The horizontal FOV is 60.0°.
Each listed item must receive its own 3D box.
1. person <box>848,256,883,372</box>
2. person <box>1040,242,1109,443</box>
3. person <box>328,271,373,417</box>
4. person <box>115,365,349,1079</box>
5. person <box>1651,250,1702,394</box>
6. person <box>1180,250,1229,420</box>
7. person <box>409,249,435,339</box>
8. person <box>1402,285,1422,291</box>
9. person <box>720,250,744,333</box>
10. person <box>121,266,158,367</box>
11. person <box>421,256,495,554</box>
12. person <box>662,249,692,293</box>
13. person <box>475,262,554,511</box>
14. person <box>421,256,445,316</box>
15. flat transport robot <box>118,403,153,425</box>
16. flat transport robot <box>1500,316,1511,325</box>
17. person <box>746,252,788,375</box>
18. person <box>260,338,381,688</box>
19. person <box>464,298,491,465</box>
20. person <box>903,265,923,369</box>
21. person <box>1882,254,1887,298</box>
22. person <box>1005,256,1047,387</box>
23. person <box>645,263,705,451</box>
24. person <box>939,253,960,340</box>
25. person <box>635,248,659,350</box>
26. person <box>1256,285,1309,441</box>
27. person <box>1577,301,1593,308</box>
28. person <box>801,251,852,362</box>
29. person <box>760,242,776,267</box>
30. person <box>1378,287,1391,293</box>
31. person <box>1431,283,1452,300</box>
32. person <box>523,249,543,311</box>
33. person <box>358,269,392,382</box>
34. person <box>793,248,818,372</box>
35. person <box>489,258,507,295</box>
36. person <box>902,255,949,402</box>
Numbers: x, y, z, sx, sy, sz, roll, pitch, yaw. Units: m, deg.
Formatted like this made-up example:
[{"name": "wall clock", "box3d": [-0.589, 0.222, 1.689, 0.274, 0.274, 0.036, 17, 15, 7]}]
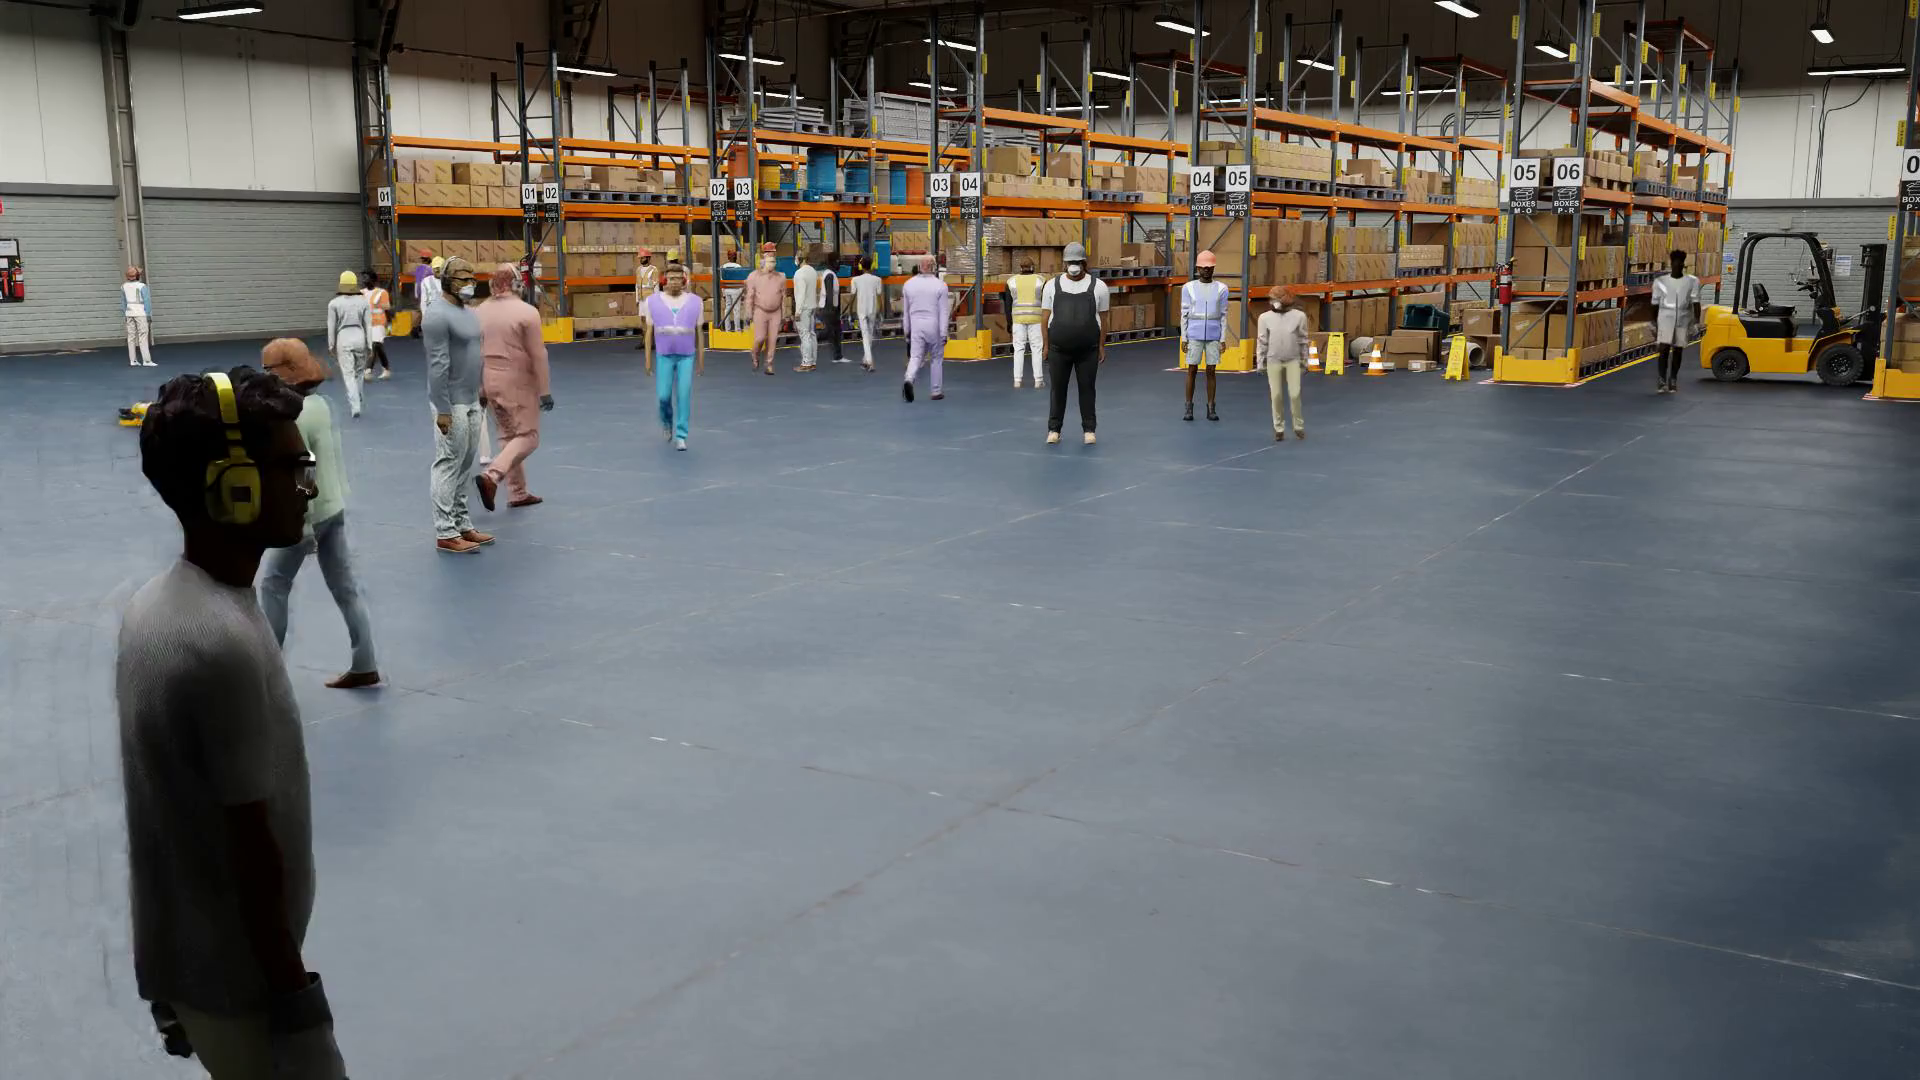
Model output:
[{"name": "person", "box3d": [-1.494, -3.589, 26.432, 0.538, 1.826, 1.002, -3, 10, -15]}, {"name": "person", "box3d": [1.154, -1.986, 16.815, 0.689, 2.000, 0.539, 1, 10, 5]}, {"name": "person", "box3d": [-7.145, -2.307, 19.541, 0.495, 1.706, 0.853, -6, 12, -29]}, {"name": "person", "box3d": [-1.157, 0.665, 2.512, 0.695, 1.848, 0.523, -5, 11, -28]}, {"name": "person", "box3d": [9.613, -2.911, 22.333, 0.617, 1.918, 0.969, 3, 11, 17]}, {"name": "person", "box3d": [2.792, -2.329, 19.022, 0.544, 1.939, 0.354, 0, 10, 0]}, {"name": "person", "box3d": [-11.434, -5.252, 35.524, 0.562, 1.899, 0.985, 7, 12, 35]}, {"name": "person", "box3d": [11.446, -6.351, 41.966, 0.855, 1.801, 0.647, -7, 12, -36]}, {"name": "person", "box3d": [-4.902, -5.320, 35.933, 0.574, 1.883, 0.356, 6, 12, 30]}, {"name": "person", "box3d": [-13.520, -3.664, 27.332, 0.512, 1.642, 0.311, 3, 10, 15]}, {"name": "person", "box3d": [-3.307, -0.885, 10.938, 0.359, 1.936, 0.632, 1, 10, 4]}, {"name": "person", "box3d": [-5.484, -4.719, 32.485, 0.635, 1.909, 0.628, 4, 11, 19]}, {"name": "person", "box3d": [-3.427, -1.142, 12.533, 0.643, 1.883, 0.722, 6, 12, 31]}, {"name": "person", "box3d": [-8.144, -3.528, 26.088, 0.590, 1.813, 0.547, -2, 10, -12]}, {"name": "flat transport robot", "box3d": [-8.655, -1.441, 18.717, 1.431, 0.197, 0.652, -4, 11, -22]}, {"name": "flat transport robot", "box3d": [13.416, -5.380, 40.780, 0.652, 0.197, 1.431, 2, 10, 11]}, {"name": "person", "box3d": [-2.971, -3.491, 25.670, 0.663, 1.885, 0.463, -4, 11, -24]}, {"name": "person", "box3d": [-3.010, -0.094, 7.459, 0.778, 1.602, 0.514, 0, 10, -1]}, {"name": "person", "box3d": [-4.518, -1.487, 15.142, 0.516, 1.638, 0.313, -3, 11, -18]}, {"name": "person", "box3d": [-0.678, -3.588, 26.820, 0.551, 1.661, 0.521, -3, 11, -17]}, {"name": "person", "box3d": [20.411, -5.551, 37.097, 0.584, 1.928, 0.372, -8, 13, -37]}, {"name": "person", "box3d": [0.951, -3.056, 23.387, 0.622, 1.838, 0.429, 2, 10, 8]}, {"name": "person", "box3d": [-2.792, -1.795, 16.319, 0.595, 1.828, 0.457, -2, 10, -12]}, {"name": "person", "box3d": [-0.307, -4.481, 31.328, 0.586, 1.854, 0.906, 5, 11, 25]}, {"name": "person", "box3d": [-5.985, -4.599, 31.737, 0.547, 1.938, 0.359, 6, 12, 30]}, {"name": "person", "box3d": [3.278, -1.789, 16.934, 0.521, 1.598, 0.443, 2, 10, 12]}, {"name": "person", "box3d": [15.376, -6.227, 40.765, 0.625, 1.964, 0.652, 5, 11, 24]}, {"name": "person", "box3d": [-2.273, -3.941, 28.221, 0.769, 1.893, 0.612, 0, 10, -1]}, {"name": "person", "box3d": [-3.931, -5.130, 34.418, 0.373, 2.043, 0.615, 9, 14, 43]}, {"name": "person", "box3d": [10.521, -6.203, 41.106, 0.637, 1.790, 0.947, 10, 14, 44]}, {"name": "person", "box3d": [12.126, -6.393, 42.119, 0.995, 1.808, 0.559, -1, 10, -3]}, {"name": "person", "box3d": [-9.622, -5.615, 37.465, 0.564, 1.922, 0.423, 7, 12, 34]}, {"name": "person", "box3d": [-8.655, -3.156, 24.446, 0.548, 1.641, 0.885, 4, 11, 19]}, {"name": "person", "box3d": [-2.457, -3.634, 26.326, 0.355, 1.938, 0.637, 3, 11, 16]}, {"name": "person", "box3d": [-7.446, -3.723, 27.262, 0.521, 1.795, 0.983, 0, 10, 1]}, {"name": "person", "box3d": [-0.448, -2.703, 21.282, 0.650, 1.877, 0.833, 4, 11, 21]}]
